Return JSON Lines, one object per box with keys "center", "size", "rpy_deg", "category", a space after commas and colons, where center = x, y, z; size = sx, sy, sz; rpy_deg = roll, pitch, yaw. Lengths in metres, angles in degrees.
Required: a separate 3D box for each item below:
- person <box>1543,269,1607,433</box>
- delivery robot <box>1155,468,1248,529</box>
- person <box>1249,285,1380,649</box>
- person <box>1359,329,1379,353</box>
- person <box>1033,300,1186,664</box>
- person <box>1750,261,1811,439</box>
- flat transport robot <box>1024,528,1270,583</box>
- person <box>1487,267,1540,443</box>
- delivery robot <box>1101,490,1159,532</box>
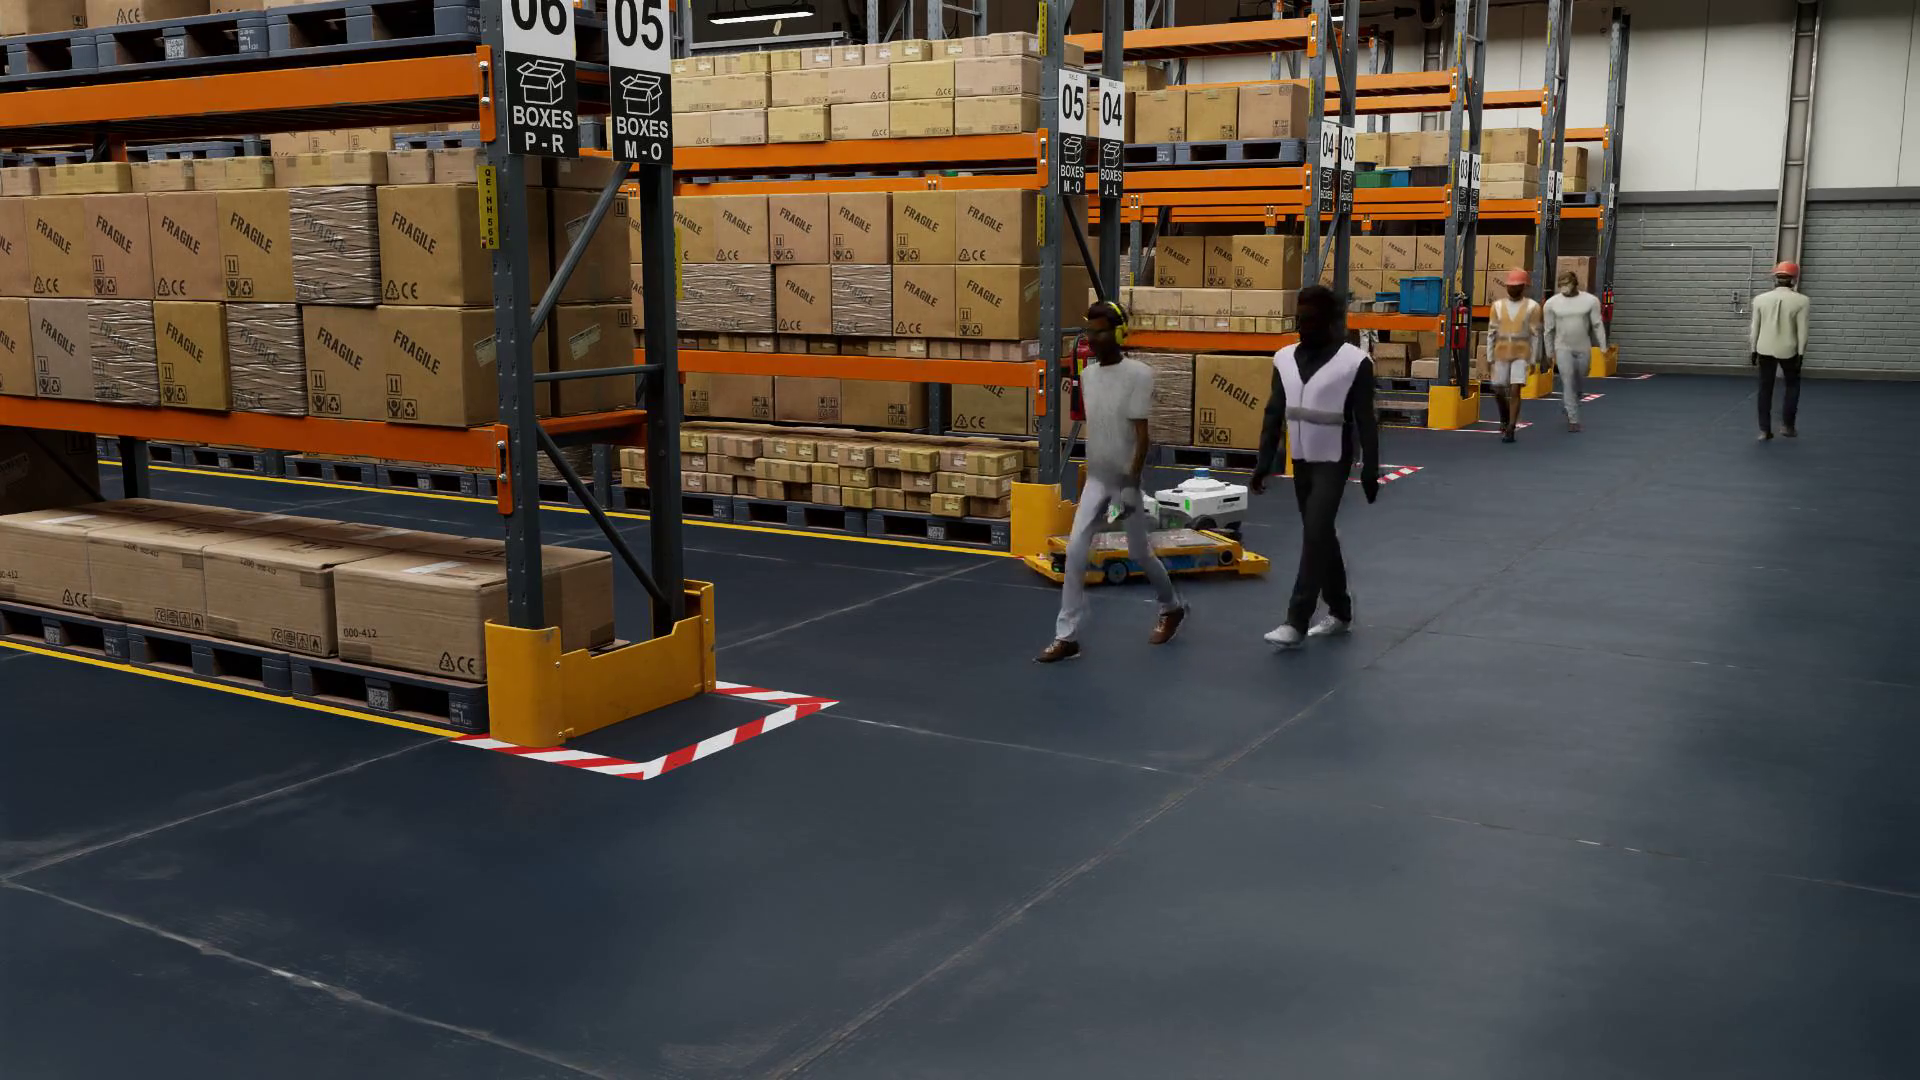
{"center": [7.165, -2.221, 19.455], "size": [0.707, 1.887, 0.951], "rpy_deg": [2, 10, 14], "category": "person"}
{"center": [1.679, -0.258, 11.563], "size": [0.707, 0.478, 0.477], "rpy_deg": [-9, 13, -42], "category": "delivery robot"}
{"center": [1.794, -0.375, 8.675], "size": [0.921, 1.878, 0.597], "rpy_deg": [-7, 12, -36], "category": "person"}
{"center": [7.168, -3.879, 29.153], "size": [0.585, 1.882, 0.340], "rpy_deg": [-5, 11, -25], "category": "person"}
{"center": [0.821, -0.310, 8.463], "size": [0.522, 1.821, 0.988], "rpy_deg": [9, 13, 42], "category": "person"}
{"center": [9.125, -2.106, 18.502], "size": [0.620, 1.977, 0.637], "rpy_deg": [8, 12, 39], "category": "person"}
{"center": [1.187, 0.089, 10.636], "size": [1.431, 0.197, 0.652], "rpy_deg": [-3, 10, -16], "category": "flat transport robot"}
{"center": [6.073, -2.033, 18.263], "size": [0.545, 1.920, 0.584], "rpy_deg": [6, 11, 30], "category": "person"}
{"center": [1.112, -0.217, 11.327], "size": [0.477, 0.478, 0.707], "rpy_deg": [-1, 10, -9], "category": "delivery robot"}
